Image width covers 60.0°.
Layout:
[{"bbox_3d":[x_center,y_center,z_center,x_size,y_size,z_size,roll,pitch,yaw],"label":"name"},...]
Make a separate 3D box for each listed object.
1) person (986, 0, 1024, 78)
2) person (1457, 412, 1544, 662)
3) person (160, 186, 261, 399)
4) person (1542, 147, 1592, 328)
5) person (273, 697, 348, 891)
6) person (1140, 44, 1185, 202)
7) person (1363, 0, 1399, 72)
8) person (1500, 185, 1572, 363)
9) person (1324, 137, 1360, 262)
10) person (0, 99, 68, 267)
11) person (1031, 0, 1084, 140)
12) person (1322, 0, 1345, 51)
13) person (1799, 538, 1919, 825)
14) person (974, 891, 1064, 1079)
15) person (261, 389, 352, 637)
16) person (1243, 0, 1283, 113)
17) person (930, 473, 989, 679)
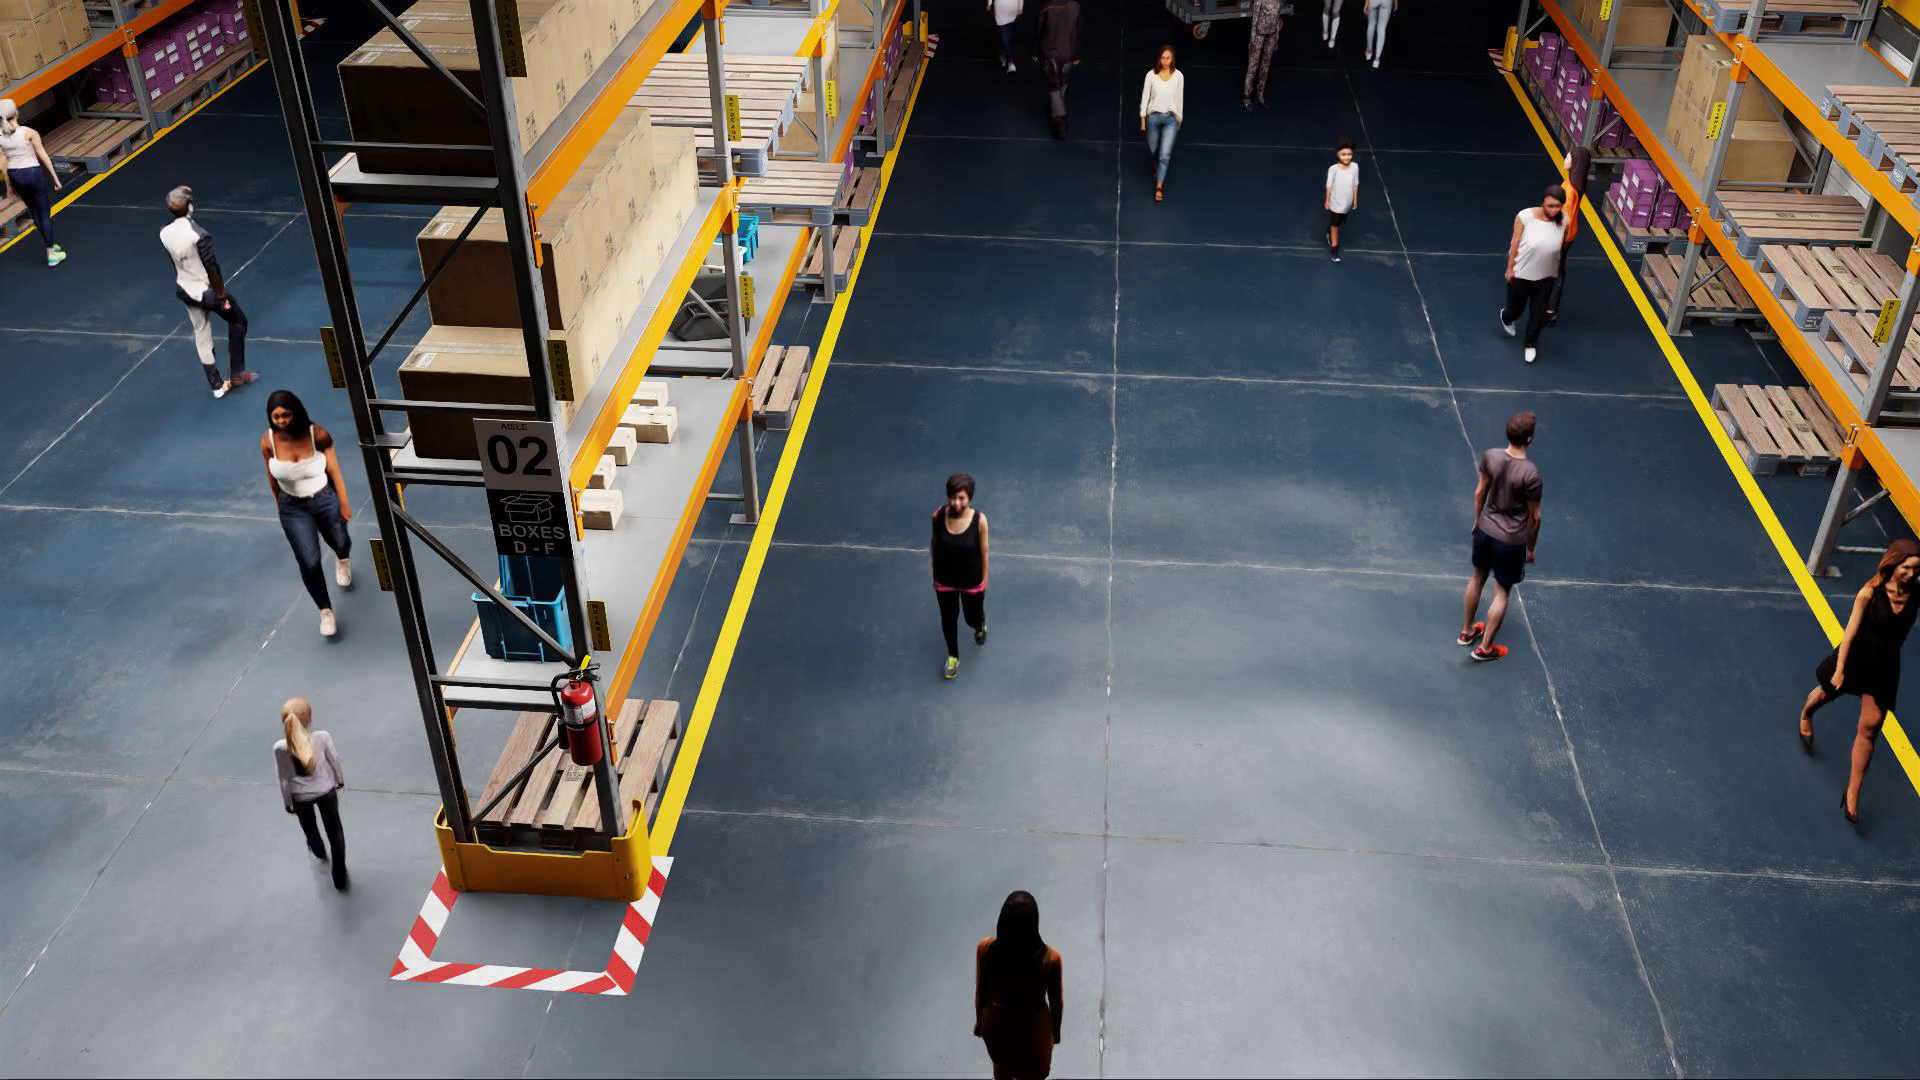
[{"bbox_3d":[0.622,-6.940,21.725,0.915,1.743,1.208,-10,35,-14],"label":"person"},{"bbox_3d":[3.642,-0.024,11.213,0.814,1.861,0.744,-22,40,-30],"label":"person"},{"bbox_3d":[-6.553,-2.078,14.286,0.782,1.880,0.750,10,35,15],"label":"person"},{"bbox_3d":[5.626,-2.835,15.544,0.748,1.748,0.603,14,36,20],"label":"person"},{"bbox_3d":[-3.679,1.480,9.492,0.698,1.262,0.835,-13,36,-19],"label":"person"},{"bbox_3d":[2.233,-4.646,18.355,0.648,1.651,1.018,4,34,6],"label":"person"},{"bbox_3d":[5.546,-7.039,21.904,0.661,1.709,1.204,6,34,8],"label":"person"},{"bbox_3d":[5.189,-2.461,15.061,0.641,1.660,0.828,0,34,0],"label":"person"},{"bbox_3d":[3.899,-3.534,17.051,0.585,1.244,0.876,-3,34,-5],"label":"person"},{"bbox_3d":[-9.361,-3.557,16.685,0.756,1.687,0.813,-6,34,-9],"label":"person"},{"bbox_3d":[1.187,-5.710,19.736,1.013,1.896,1.305,-9,35,-13],"label":"person"},{"bbox_3d":[5.125,-7.526,22.678,0.652,1.664,1.146,6,34,9],"label":"person"},{"bbox_3d":[5.446,0.743,10.131,0.642,1.781,1.161,0,34,1],"label":"person"},{"bbox_3d":[0.254,2.359,7.801,0.645,1.669,1.018,6,34,10],"label":"person"},{"bbox_3d":[-4.533,-0.276,11.669,0.913,1.776,1.226,-9,35,-13],"label":"person"},{"bbox_3d":[3.761,-6.205,20.646,0.666,1.713,0.695,-13,36,-19],"label":"person"},{"bbox_3d":[0.013,0.193,11.176,0.605,1.540,0.776,8,34,11],"label":"person"}]
